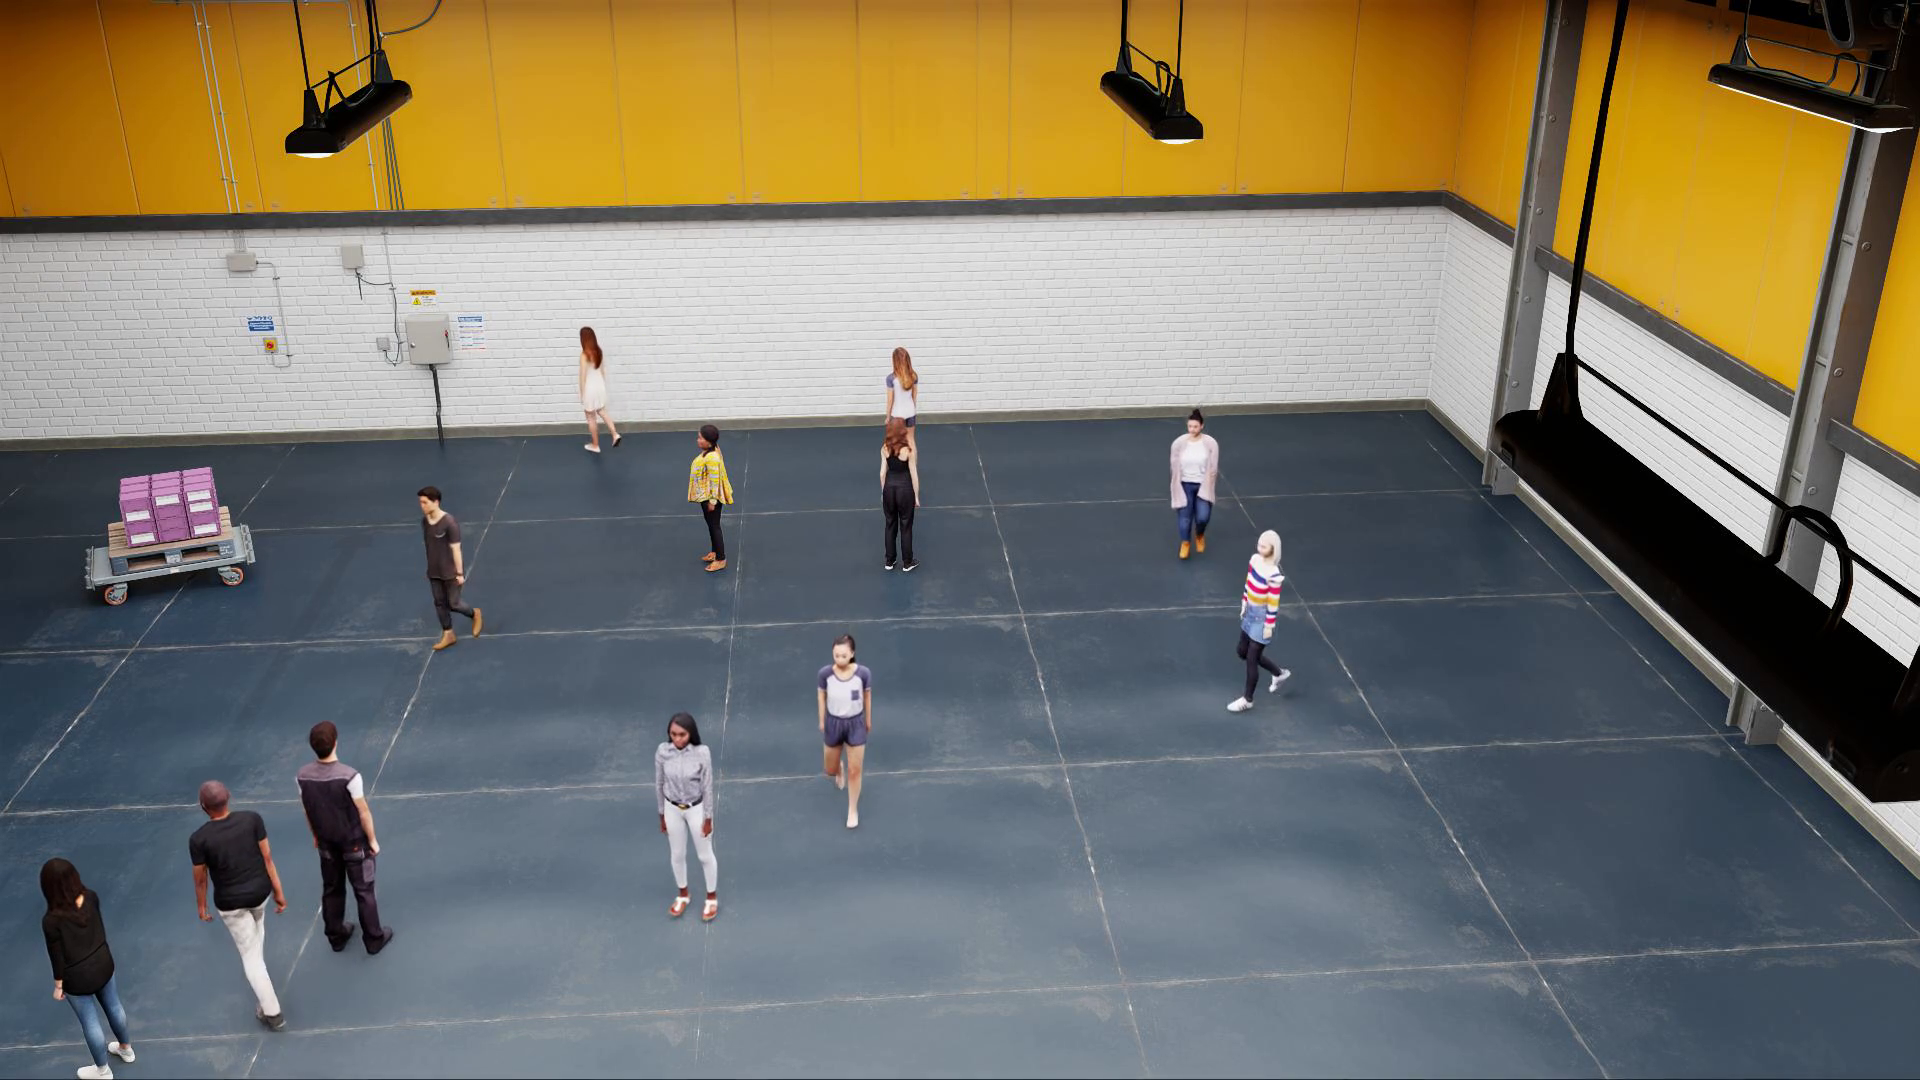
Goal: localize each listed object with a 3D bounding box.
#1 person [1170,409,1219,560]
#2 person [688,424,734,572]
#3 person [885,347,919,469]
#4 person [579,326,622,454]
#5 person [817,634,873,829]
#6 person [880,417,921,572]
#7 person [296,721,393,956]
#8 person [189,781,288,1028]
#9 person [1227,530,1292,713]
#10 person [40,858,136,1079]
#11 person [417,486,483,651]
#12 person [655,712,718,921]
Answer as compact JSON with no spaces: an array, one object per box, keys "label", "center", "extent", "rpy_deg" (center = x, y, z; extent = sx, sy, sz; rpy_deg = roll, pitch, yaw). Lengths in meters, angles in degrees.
[{"label":"person","center":[2.595,-0.638,18.415],"extent":[0.774,1.730,0.779],"rpy_deg":[5,24,11]},{"label":"person","center":[-2.713,-0.478,18.140],"extent":[0.821,1.656,0.736],"rpy_deg":[-6,24,-13]},{"label":"person","center":[-0.703,-1.538,20.469],"extent":[0.684,1.733,0.696],"rpy_deg":[-15,28,-30]},{"label":"person","center":[-4.642,-1.911,21.362],"extent":[0.900,1.702,0.863],"rpy_deg":[16,28,31]},{"label":"person","center":[-0.938,1.510,13.620],"extent":[0.632,1.634,0.861],"rpy_deg":[0,24,-1]},{"label":"person","center":[-0.677,-0.508,18.096],"extent":[0.658,1.746,0.636],"rpy_deg":[7,25,16]},{"label":"person","center":[-4.431,2.138,11.917],"extent":[0.706,1.846,0.651],"rpy_deg":[4,24,8]},{"label":"person","center":[-4.804,2.492,11.235],"extent":[1.145,1.746,1.268],"rpy_deg":[-21,31,-40]},{"label":"person","center":[2.799,0.723,15.218],"extent":[0.836,1.796,0.899],"rpy_deg":[-7,25,-16]},{"label":"person","center":[-5.654,2.760,10.746],"extent":[0.709,1.646,0.598],"rpy_deg":[9,25,21]},{"label":"person","center":[-5.033,0.251,16.417],"extent":[0.854,1.701,0.943],"rpy_deg":[12,27,26]},{"label":"person","center":[-2.019,2.028,12.327],"extent":[0.632,1.721,0.596],"rpy_deg":[4,24,9]}]
